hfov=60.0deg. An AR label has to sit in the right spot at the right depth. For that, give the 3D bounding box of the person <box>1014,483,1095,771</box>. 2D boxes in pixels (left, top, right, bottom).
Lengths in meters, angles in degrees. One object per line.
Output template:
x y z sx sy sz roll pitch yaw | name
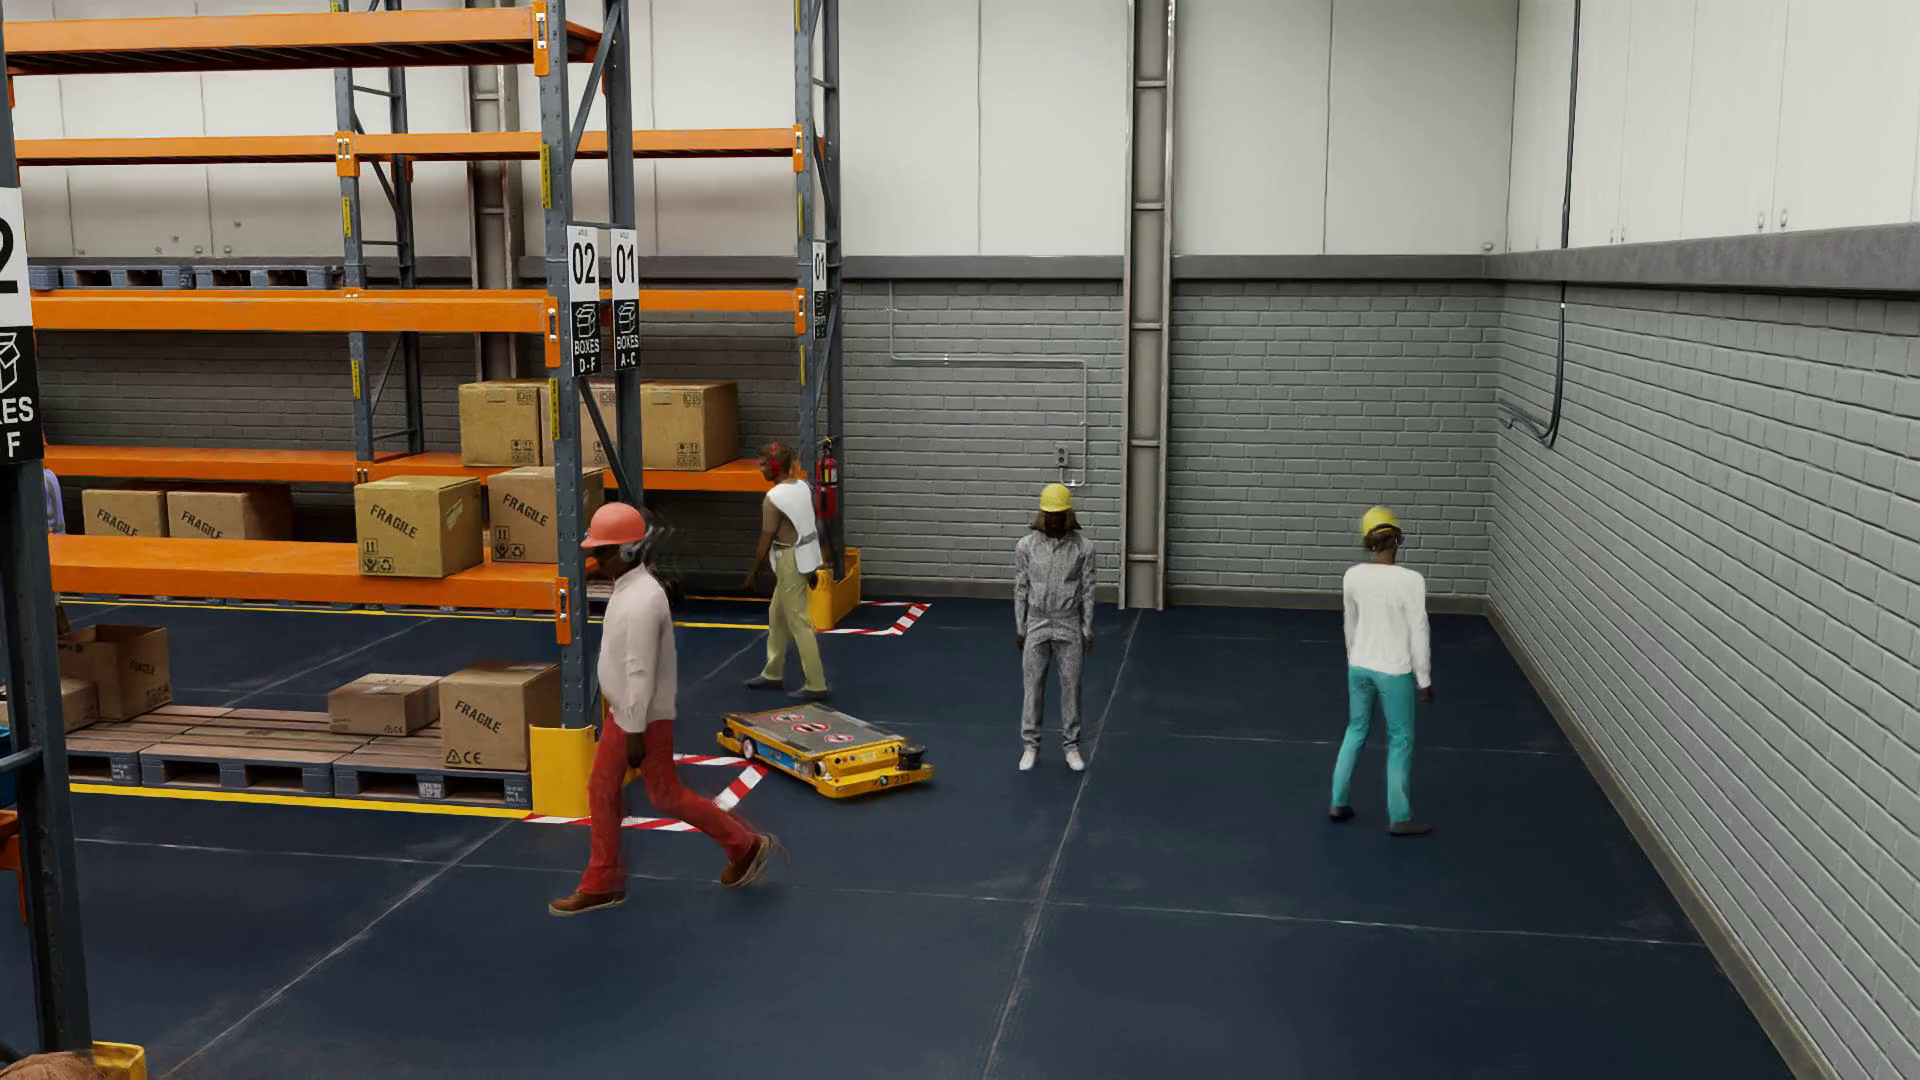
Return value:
0.562 0.523 9.962 0.489 1.742 0.307 0 9 2 | person

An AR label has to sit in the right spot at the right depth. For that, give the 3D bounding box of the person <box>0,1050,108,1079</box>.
-1.586 1.705 3.023 0.478 1.614 0.524 -3 10 -16 | person

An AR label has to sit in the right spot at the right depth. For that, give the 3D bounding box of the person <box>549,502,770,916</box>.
-1.410 0.779 7.767 0.975 1.955 0.619 -4 10 -23 | person

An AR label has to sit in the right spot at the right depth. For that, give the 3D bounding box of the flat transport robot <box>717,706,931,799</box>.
-0.848 1.242 10.053 0.652 0.197 1.431 -7 11 -35 | flat transport robot

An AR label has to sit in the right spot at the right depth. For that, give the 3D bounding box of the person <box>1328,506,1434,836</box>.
2.266 0.691 8.896 0.370 1.754 0.560 -7 11 -36 | person

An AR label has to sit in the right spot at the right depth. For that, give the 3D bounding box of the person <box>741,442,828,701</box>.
-1.244 0.227 11.569 0.705 1.813 0.562 2 9 12 | person
